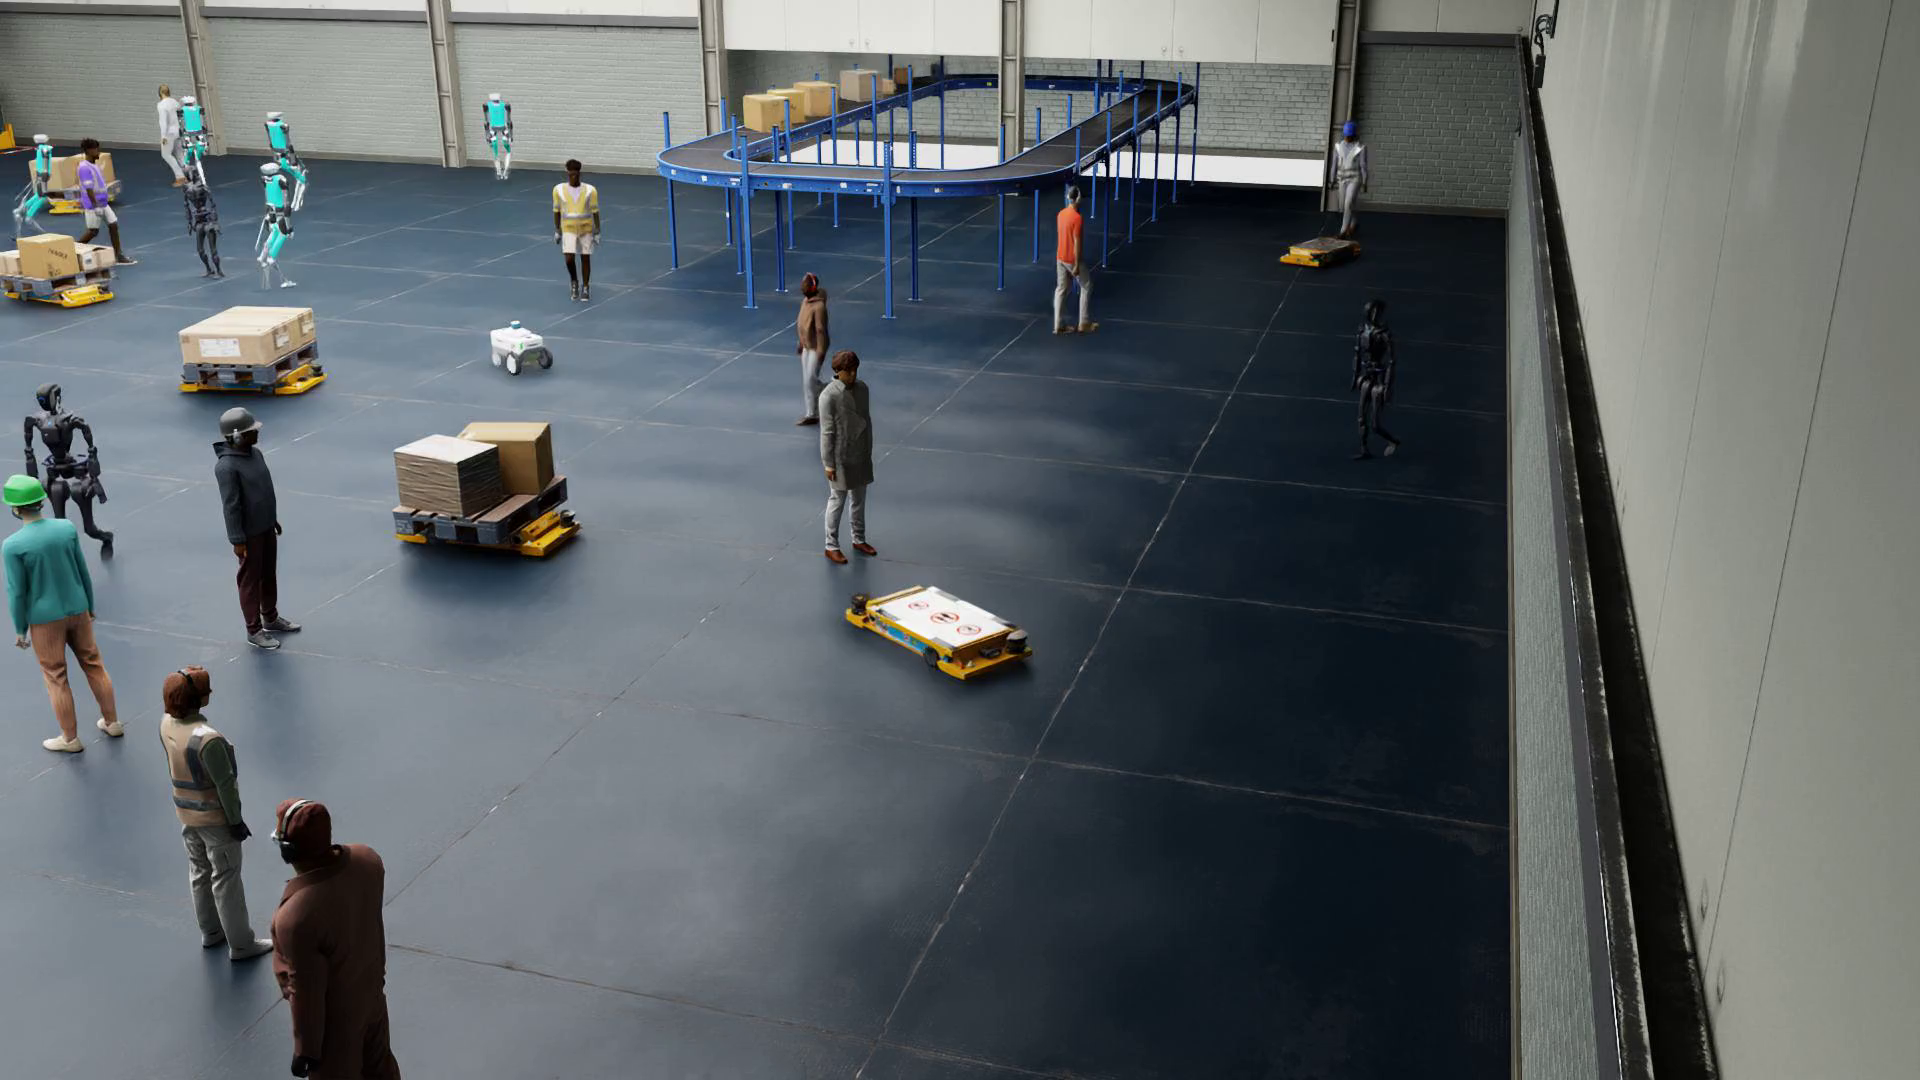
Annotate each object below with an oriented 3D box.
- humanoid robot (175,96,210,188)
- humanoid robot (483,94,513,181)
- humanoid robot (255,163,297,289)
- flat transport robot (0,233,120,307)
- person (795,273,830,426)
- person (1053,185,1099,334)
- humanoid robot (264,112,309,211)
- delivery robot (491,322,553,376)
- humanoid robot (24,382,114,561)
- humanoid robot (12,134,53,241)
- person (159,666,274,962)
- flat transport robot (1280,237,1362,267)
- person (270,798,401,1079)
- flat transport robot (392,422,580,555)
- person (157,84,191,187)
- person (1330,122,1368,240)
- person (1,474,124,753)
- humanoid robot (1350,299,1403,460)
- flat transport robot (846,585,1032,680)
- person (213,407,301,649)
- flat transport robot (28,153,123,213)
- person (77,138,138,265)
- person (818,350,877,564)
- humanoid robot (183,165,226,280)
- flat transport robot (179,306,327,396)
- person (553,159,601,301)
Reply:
[{"bbox_3d":[-14.706,-7.581,31.789,0.694,1.772,0.541,18,27,39],"label":"humanoid robot"},{"bbox_3d":[-9.005,-7.884,32.572,0.549,1.718,0.958,-4,22,-11],"label":"humanoid robot"},{"bbox_3d":[-9.805,-4.371,23.558,0.539,1.856,0.702,15,26,34],"label":"humanoid robot"},{"bbox_3d":[-12.526,-3.475,23.190,1.431,0.231,0.659,10,23,25],"label":"flat transport robot"},{"bbox_3d":[-1.521,-1.991,17.427,0.412,1.643,0.482,-10,23,-25],"label":"person"},{"bbox_3d":[1.498,-3.572,21.203,0.735,1.890,0.480,-15,26,-34],"label":"person"},{"bbox_3d":[-11.914,-6.781,29.682,0.538,1.742,0.739,11,24,26],"label":"humanoid robot"},{"bbox_3d":[-5.226,-2.279,19.700,0.795,0.602,0.499,20,29,41],"label":"delivery robot"},{"bbox_3d":[-7.283,-0.529,13.603,0.610,1.633,0.577,-1,21,-4],"label":"humanoid robot"},{"bbox_3d":[-14.984,-5.595,26.706,0.981,1.770,0.536,-8,22,-20],"label":"humanoid robot"},{"bbox_3d":[-3.877,1.416,8.596,0.513,1.640,0.306,14,25,32],"label":"person"},{"bbox_3d":[5.599,-4.456,25.736,0.659,0.231,1.431,16,26,36],"label":"flat transport robot"},{"bbox_3d":[-2.602,1.927,6.908,0.406,1.904,0.650,3,21,9],"label":"person"},{"bbox_3d":[-4.115,-0.116,14.479,1.431,0.231,0.659,6,22,15],"label":"flat transport robot"},{"bbox_3d":[-15.197,-7.816,32.156,0.435,1.917,0.660,3,21,7],"label":"person"},{"bbox_3d":[6.393,-5.883,27.165,0.783,1.906,0.626,-18,28,-39],"label":"person"},{"bbox_3d":[-5.860,0.471,10.754,0.408,1.861,0.527,14,25,32],"label":"person"},{"bbox_3d":[4.114,-1.586,16.343,0.493,1.628,0.616,-10,23,-25],"label":"humanoid robot"},{"bbox_3d":[-0.174,0.659,12.468,0.659,0.231,1.431,-17,27,-37],"label":"flat transport robot"},{"bbox_3d":[-5.229,-0.102,12.291,0.364,1.813,0.554,3,21,8],"label":"person"},{"bbox_3d":[-15.840,-6.088,29.969,0.659,0.231,1.431,-3,21,-8],"label":"flat transport robot"},{"bbox_3d":[-13.061,-5.063,25.013,0.875,1.926,0.606,-2,21,-4],"label":"person"},{"bbox_3d":[-0.932,-0.697,13.837,0.508,1.823,0.364,-19,28,-40],"label":"person"},{"bbox_3d":[-11.021,-4.635,24.248,0.611,1.647,0.338,8,23,21],"label":"humanoid robot"},{"bbox_3d":[-8.063,-1.856,18.992,1.431,0.231,0.659,2,21,5],"label":"flat transport robot"},{"bbox_3d":[-5.249,-4.239,22.833,0.641,1.949,0.480,-5,22,-12],"label":"person"}]
